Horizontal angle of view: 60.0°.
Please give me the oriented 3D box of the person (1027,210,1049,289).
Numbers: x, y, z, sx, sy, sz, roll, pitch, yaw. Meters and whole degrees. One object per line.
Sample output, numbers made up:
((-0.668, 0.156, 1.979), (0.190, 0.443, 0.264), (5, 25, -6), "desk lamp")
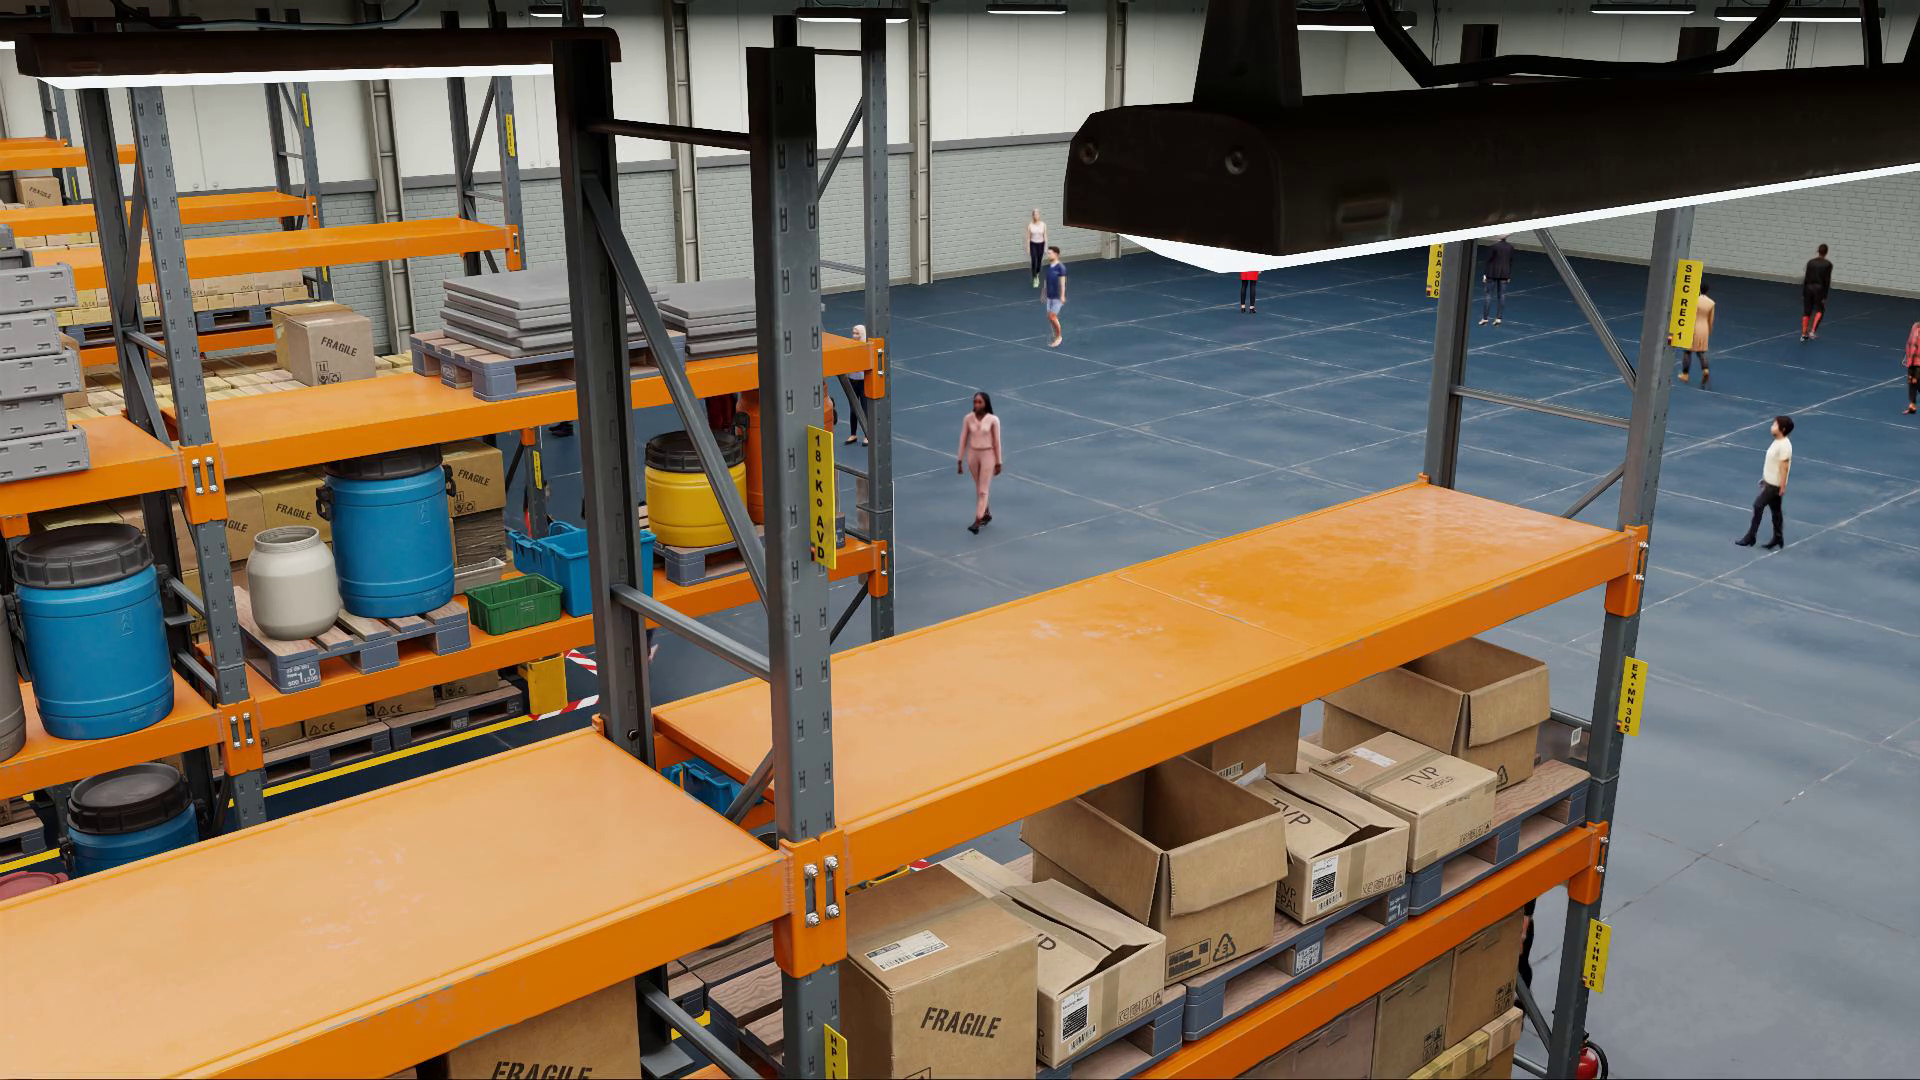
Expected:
((1.709, -6.445, 36.786), (1.176, 1.659, 1.107), (-1, 18, -4), "person")

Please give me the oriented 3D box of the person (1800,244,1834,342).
((15.808, -4.564, 30.793), (0.672, 1.794, 0.657), (15, 23, 38), "person")

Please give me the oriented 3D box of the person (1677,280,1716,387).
((12.163, -3.382, 27.316), (1.084, 1.699, 1.072), (-2, 18, -5), "person")

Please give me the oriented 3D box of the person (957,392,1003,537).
((0.287, -0.931, 19.825), (0.984, 1.676, 1.227), (7, 19, 21), "person")

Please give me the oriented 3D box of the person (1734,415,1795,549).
((9.434, -0.642, 19.109), (0.851, 1.571, 0.823), (6, 19, 19), "person")

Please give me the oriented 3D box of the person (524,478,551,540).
((-4.205, 0.240, 16.224), (1.125, 1.681, 0.843), (-6, 19, -18), "person")

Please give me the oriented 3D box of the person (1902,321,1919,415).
((14.686, -2.740, 25.355), (0.783, 1.692, 0.735), (-5, 19, -16), "person")

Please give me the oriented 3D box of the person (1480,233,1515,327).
((9.468, -4.674, 29.395), (0.817, 1.782, 0.794), (1, 18, 2), "person")

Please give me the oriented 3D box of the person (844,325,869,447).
((-1.423, -2.213, 23.688), (0.648, 1.722, 0.640), (8, 20, 24), "person")

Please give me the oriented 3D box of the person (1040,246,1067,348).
((1.800, -4.443, 30.354), (0.621, 1.835, 0.653), (-13, 22, -35), "person")
